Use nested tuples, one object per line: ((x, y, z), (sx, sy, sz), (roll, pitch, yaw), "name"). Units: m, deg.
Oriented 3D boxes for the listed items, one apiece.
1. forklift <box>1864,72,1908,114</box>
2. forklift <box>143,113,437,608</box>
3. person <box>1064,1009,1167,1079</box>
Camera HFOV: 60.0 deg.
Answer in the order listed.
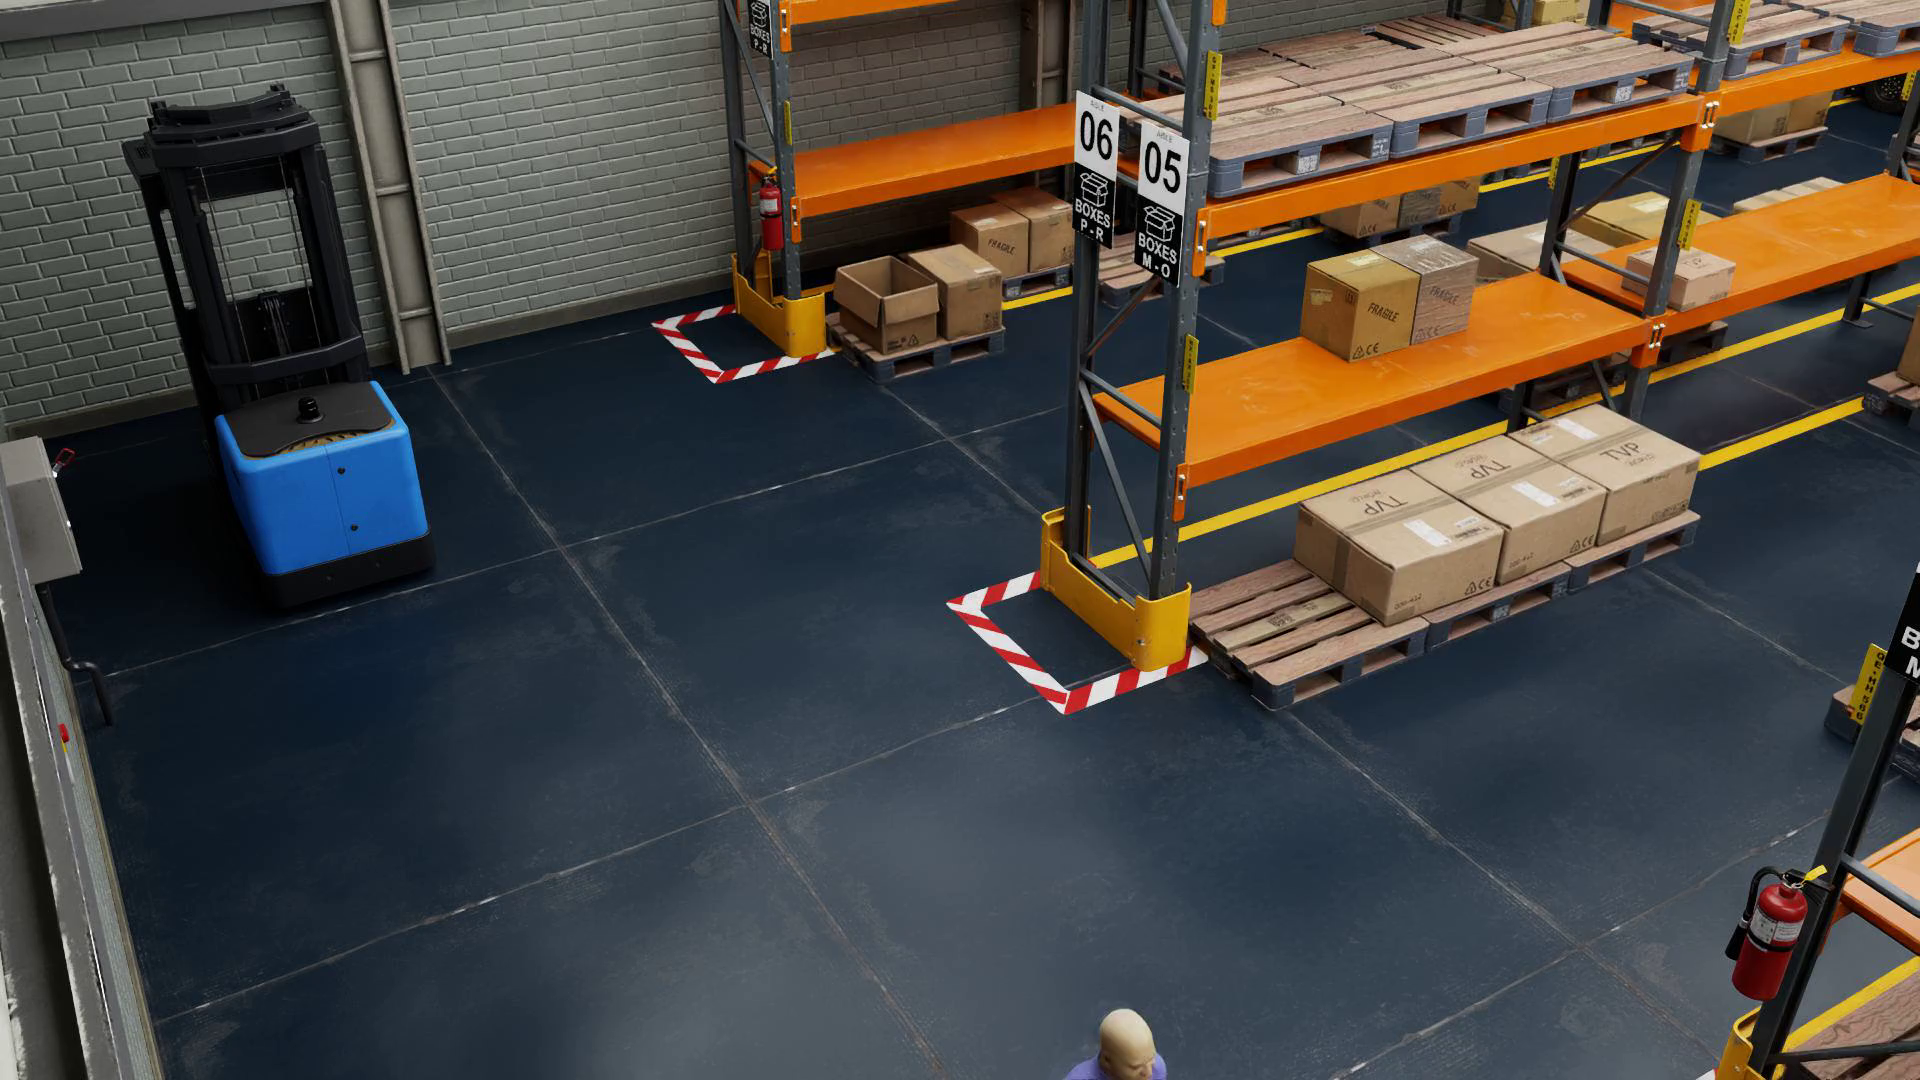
((11.468, -5.645, 18.244), (1.214, 2.155, 2.313), (-17, 36, -26), "forklift")
((-4.289, -1.259, 10.509), (1.129, 2.768, 1.873), (-17, 36, -26), "forklift")
((0.497, 2.294, 5.817), (0.603, 1.759, 0.902), (-19, 36, -28), "person")
